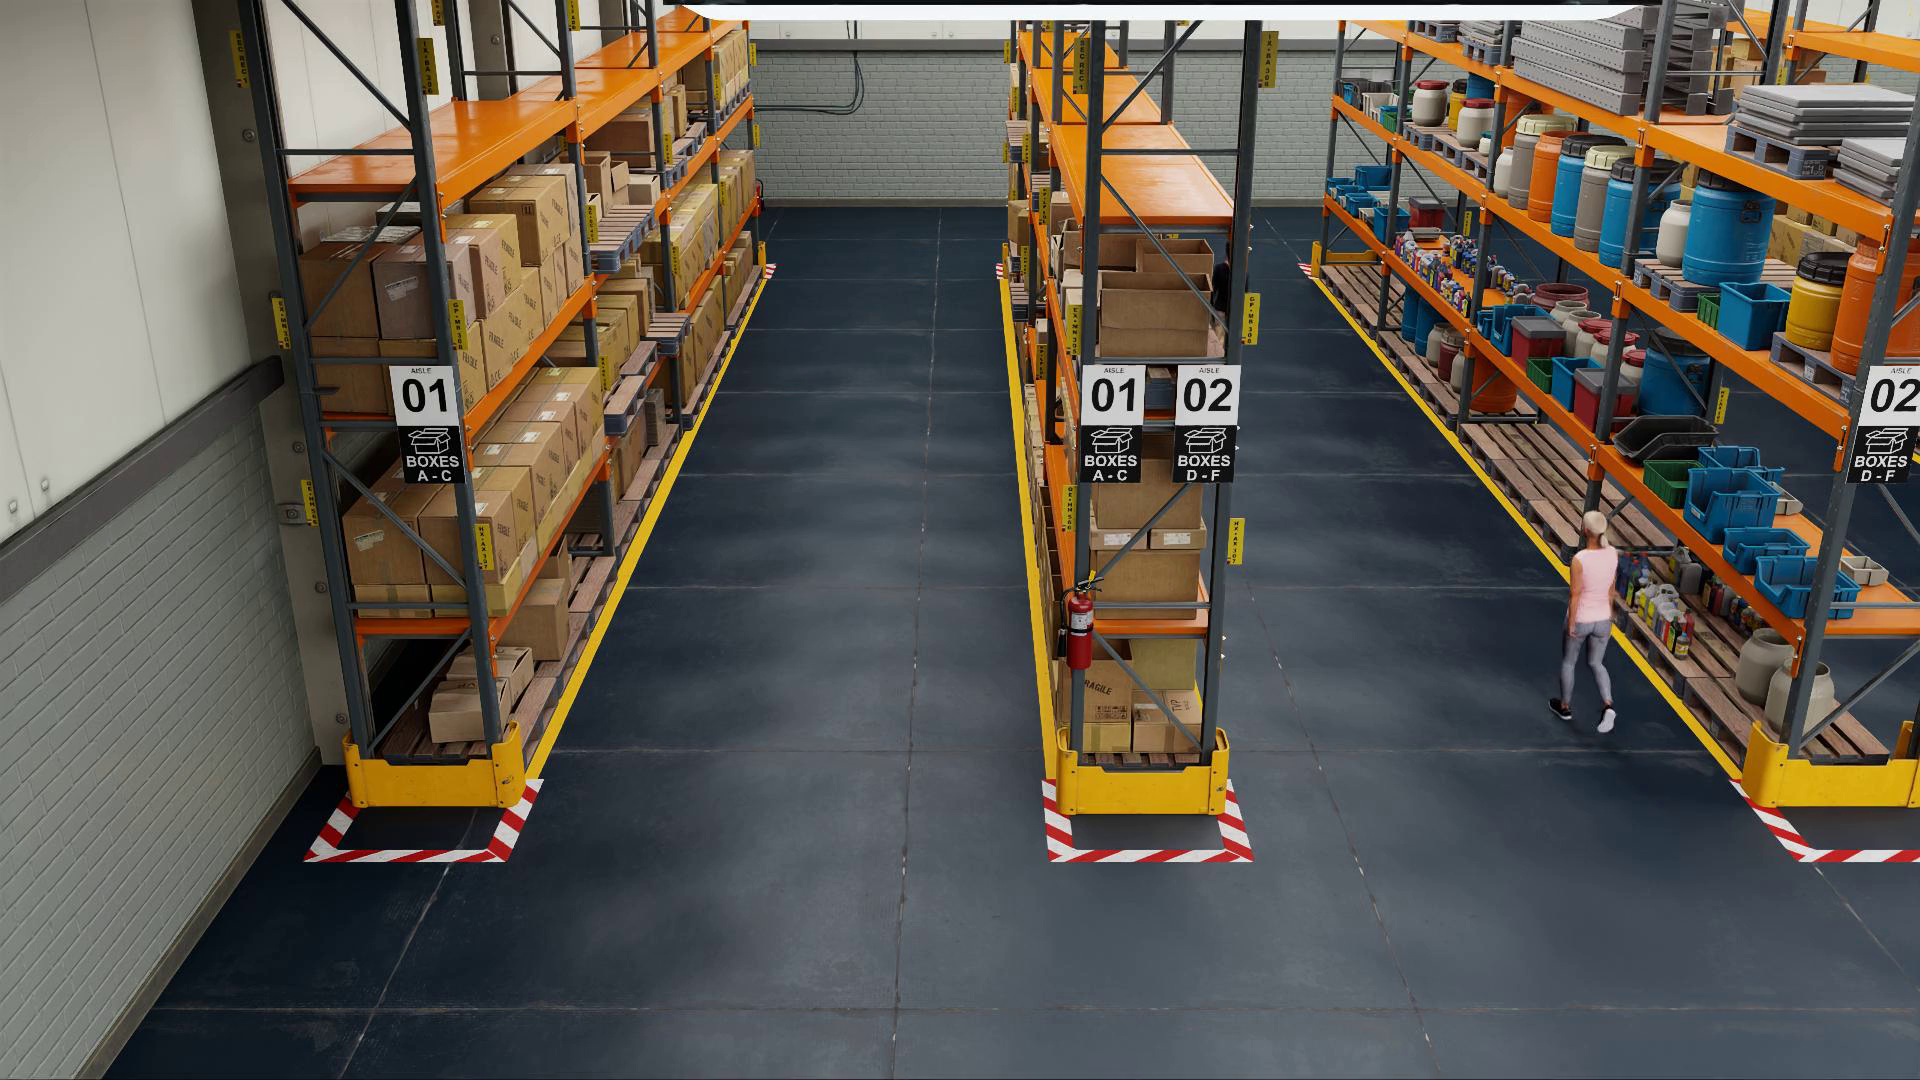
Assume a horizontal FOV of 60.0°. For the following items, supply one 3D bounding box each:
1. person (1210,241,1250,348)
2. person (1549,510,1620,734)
[{"bbox_3d":[3.300,-2.757,20.547,0.838,1.807,1.242,4,23,10],"label":"person"},{"bbox_3d":[4.725,0.661,12.396,0.633,1.652,0.970,-3,22,-8],"label":"person"}]
